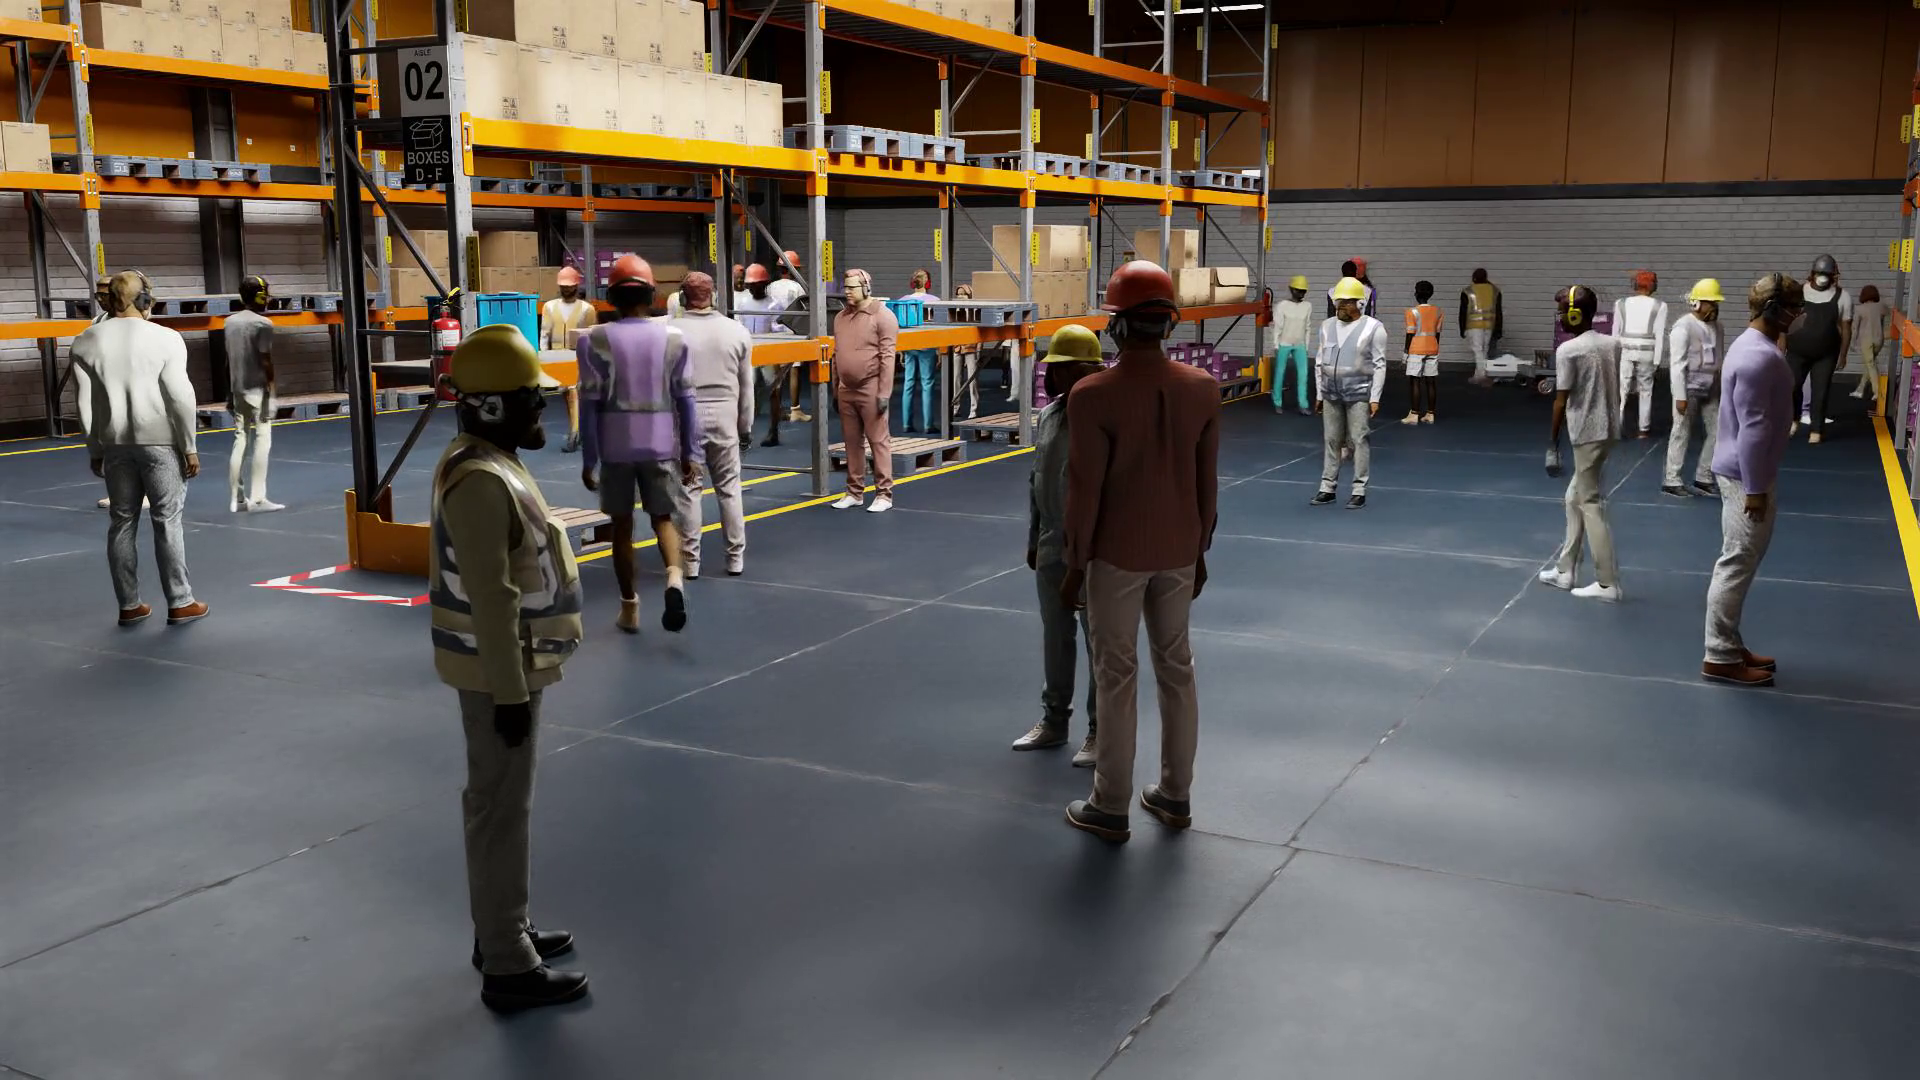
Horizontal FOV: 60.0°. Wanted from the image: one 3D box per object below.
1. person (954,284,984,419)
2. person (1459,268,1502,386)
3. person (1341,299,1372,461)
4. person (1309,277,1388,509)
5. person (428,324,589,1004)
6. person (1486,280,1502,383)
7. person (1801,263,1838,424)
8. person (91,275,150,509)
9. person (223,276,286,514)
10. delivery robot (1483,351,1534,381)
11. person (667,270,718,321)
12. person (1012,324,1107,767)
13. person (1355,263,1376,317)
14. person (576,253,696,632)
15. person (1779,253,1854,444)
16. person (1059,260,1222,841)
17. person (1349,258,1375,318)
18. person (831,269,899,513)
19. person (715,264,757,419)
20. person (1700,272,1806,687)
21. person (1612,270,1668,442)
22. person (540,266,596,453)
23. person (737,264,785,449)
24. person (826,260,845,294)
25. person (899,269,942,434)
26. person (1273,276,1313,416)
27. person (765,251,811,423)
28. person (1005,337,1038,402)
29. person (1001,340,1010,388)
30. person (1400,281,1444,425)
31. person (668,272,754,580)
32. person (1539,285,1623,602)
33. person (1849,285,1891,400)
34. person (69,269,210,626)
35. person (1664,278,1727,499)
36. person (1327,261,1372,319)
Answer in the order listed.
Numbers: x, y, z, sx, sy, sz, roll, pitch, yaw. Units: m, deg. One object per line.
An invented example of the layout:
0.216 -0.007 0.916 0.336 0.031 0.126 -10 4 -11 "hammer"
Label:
0.059 -2.305 20.380 0.514 1.641 0.309 5 11 27 "person"
7.951 -3.241 25.349 0.643 1.802 0.827 -2 10 -9 "person"
3.842 -1.618 16.230 0.555 1.684 0.483 6 12 31 "person"
3.073 -1.161 13.197 0.591 1.833 0.404 9 13 41 "person"
-1.229 0.334 4.540 0.403 1.835 0.588 -3 10 -17 "person"
8.240 -3.237 25.867 0.425 1.612 0.529 -5 11 -27 "person"
10.216 -2.324 19.715 0.636 1.911 0.404 -8 13 -39 "person"
-6.629 -1.160 13.158 0.514 1.843 0.327 2 10 13 "person"
-5.539 -1.132 13.008 0.549 1.850 0.393 4 11 23 "person"
8.217 -2.598 24.942 0.707 0.478 0.477 3 10 14 "delivery robot"
-3.220 -2.279 19.760 0.826 1.813 0.533 -7 12 -34 "person"
0.447 0.022 6.608 0.297 1.745 0.484 -9 13 -43 "person"
6.000 -3.275 25.372 0.618 1.854 1.015 3 10 17 "person"
-1.676 -0.475 8.692 0.610 2.027 0.692 -4 11 -22 "person"
9.088 -2.041 17.689 0.698 2.000 0.536 5 11 28 "person"
0.617 0.043 5.760 0.612 1.995 0.379 -5 11 -28 "person"
6.216 -3.424 25.970 0.839 1.935 0.746 1 10 8 "person"
-0.780 -1.168 13.057 0.638 1.900 0.402 8 12 38 "person"
-2.690 -2.401 20.224 0.585 1.882 0.337 -4 10 -20 "person"
3.731 -0.284 7.843 0.352 1.932 0.628 5 11 25 "person"
7.276 -1.977 17.908 0.591 1.850 0.953 7 12 34 "person"
-4.021 -1.877 17.199 0.548 1.896 0.988 1 10 4 "person"
-2.099 -1.867 17.086 0.574 1.896 0.930 4 10 20 "person"
-2.304 -3.984 29.299 0.585 1.917 0.381 -1 10 -3 "person"
-0.450 -2.102 18.642 0.563 1.837 0.386 5 11 25 "person"
4.144 -2.400 20.650 0.561 1.728 0.793 -2 10 -13 "person"
-2.033 -2.423 19.891 0.615 2.042 0.374 7 12 36 "person"
0.898 -2.696 22.693 0.527 1.620 0.605 8 12 38 "person"
0.808 -3.244 24.871 0.603 1.967 0.368 1 10 6 "person"
5.448 -2.205 19.637 0.533 1.697 0.319 -5 11 -25 "person"
-1.603 -0.706 10.360 0.651 1.904 0.403 -5 11 -25 "person"
3.626 -0.573 9.801 0.524 1.828 0.776 -6 11 -30 "person"
12.577 -2.719 22.938 0.517 1.583 0.782 -1 10 -5 "person"
-4.445 -0.491 9.031 0.627 1.933 0.371 0 10 0 "person"
6.068 -1.217 13.574 0.630 1.808 0.587 -6 11 -30 "person"
5.060 -2.667 21.682 0.590 1.915 0.392 0 10 -2 "person"
